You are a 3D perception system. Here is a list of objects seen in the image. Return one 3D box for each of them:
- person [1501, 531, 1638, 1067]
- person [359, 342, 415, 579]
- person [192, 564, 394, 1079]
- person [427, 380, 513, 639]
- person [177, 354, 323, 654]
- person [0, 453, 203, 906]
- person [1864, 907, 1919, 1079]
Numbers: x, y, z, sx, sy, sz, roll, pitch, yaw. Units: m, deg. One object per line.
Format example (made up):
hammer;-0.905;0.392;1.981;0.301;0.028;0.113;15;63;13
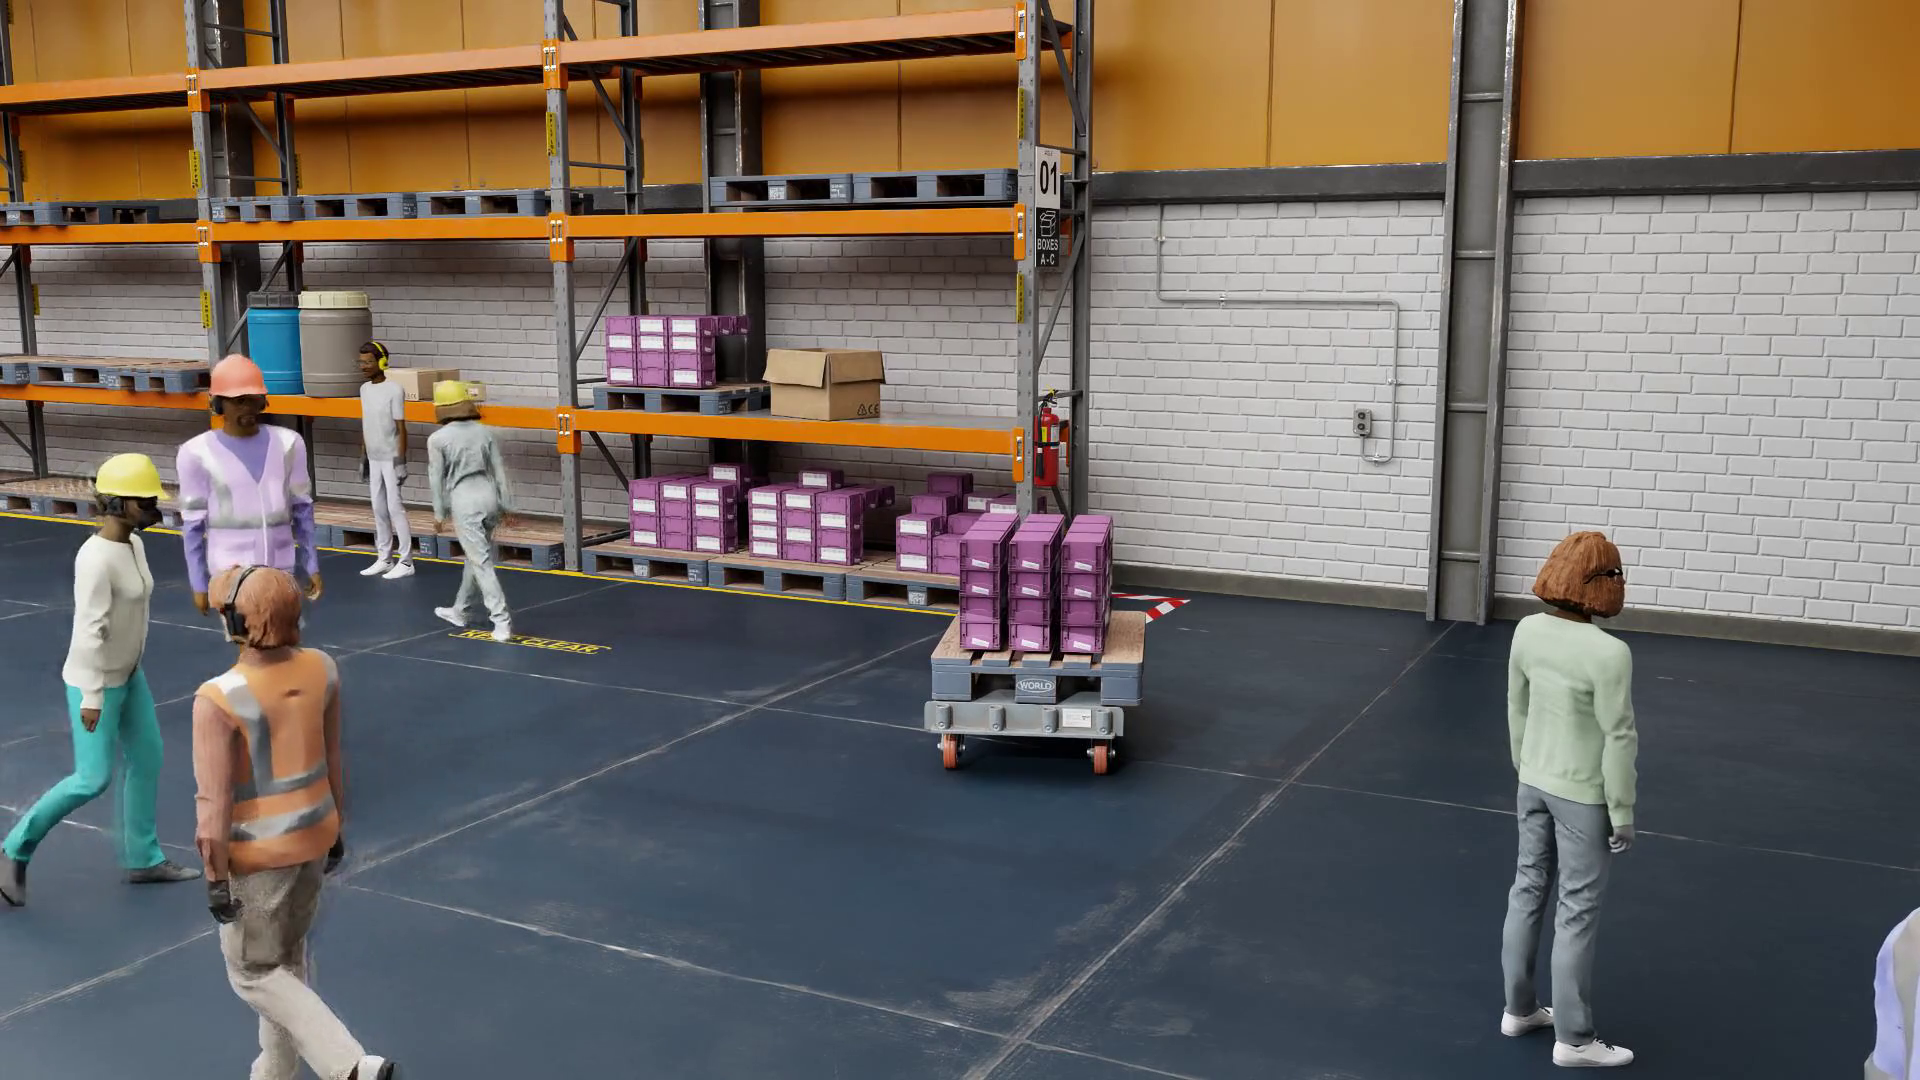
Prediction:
person;1.866;0.781;5.082;0.285;1.633;0.497;-4;10;-21
person;-4.530;-0.623;13.062;0.517;1.860;0.319;6;11;34
person;-1.847;0.866;4.602;0.644;1.622;0.520;3;10;20
person;-3.222;-0.203;10.956;0.853;1.687;0.498;8;12;40
person;-3.465;0.103;8.066;0.819;2.023;0.610;9;13;43
person;-3.349;0.529;6.361;0.706;1.732;0.538;-1;9;-9
person;1.410;1.108;2.137;0.368;1.933;0.552;-2;9;-10
